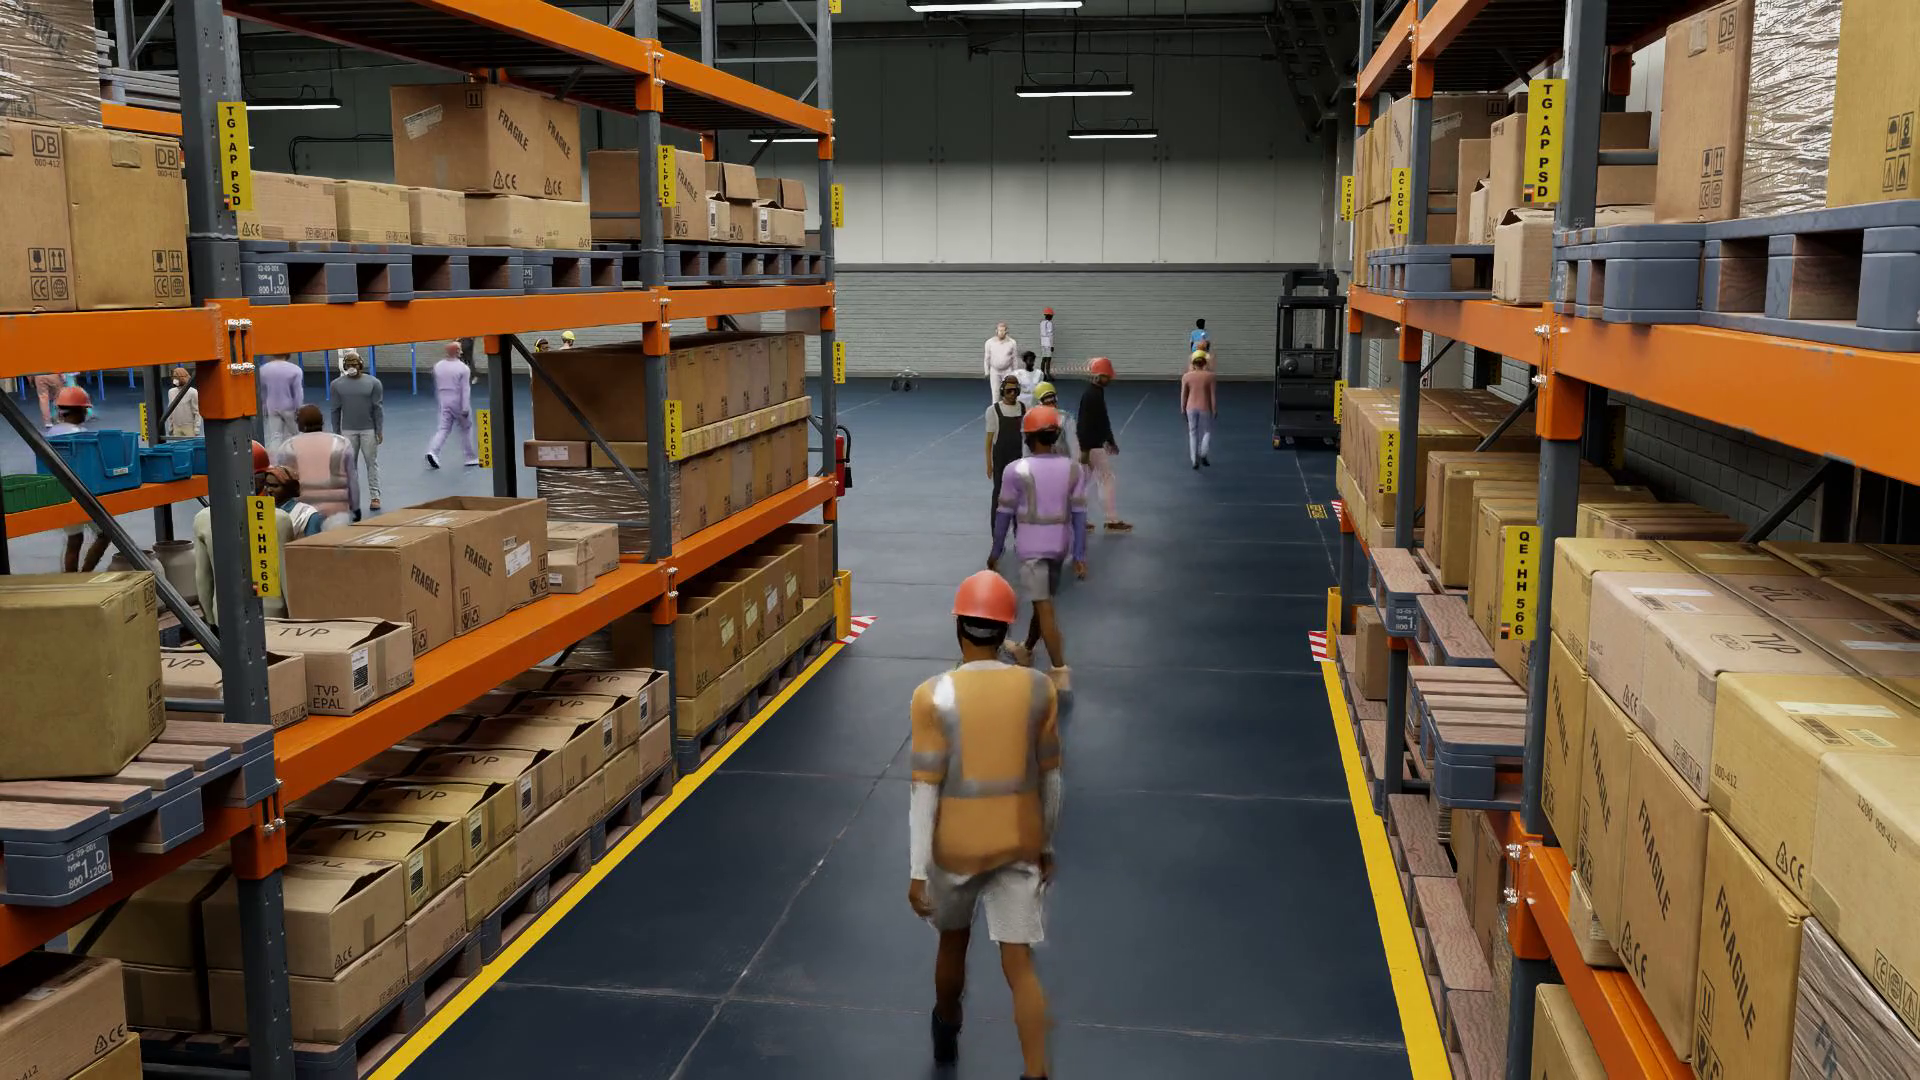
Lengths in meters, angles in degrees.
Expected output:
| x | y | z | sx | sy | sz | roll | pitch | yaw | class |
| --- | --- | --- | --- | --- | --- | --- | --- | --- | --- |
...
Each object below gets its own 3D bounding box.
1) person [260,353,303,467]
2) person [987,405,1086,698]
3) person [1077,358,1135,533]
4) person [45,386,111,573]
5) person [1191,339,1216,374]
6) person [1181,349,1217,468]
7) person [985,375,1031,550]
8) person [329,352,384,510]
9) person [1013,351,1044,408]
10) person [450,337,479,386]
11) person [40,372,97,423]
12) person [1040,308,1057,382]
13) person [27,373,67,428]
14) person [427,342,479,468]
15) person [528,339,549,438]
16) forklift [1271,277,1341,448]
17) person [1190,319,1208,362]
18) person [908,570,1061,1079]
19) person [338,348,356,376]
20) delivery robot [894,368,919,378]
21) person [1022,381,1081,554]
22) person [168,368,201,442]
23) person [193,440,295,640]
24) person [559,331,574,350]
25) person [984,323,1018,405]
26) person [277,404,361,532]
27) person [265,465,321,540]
| x | y | z | sx | sy | sz | roll | pitch | yaw | class |
| --- | --- | --- | --- | --- | --- | --- | --- | --- | --- |
| -9.511 | -1.823 | 23.454 | 0.643 | 1.907 | 0.829 | 0 | 9 | 0 | person |
| 0.529 | 0.052 | 11.671 | 0.625 | 1.976 | 1.096 | -5 | 10 | -27 | person |
| 1.610 | -1.051 | 18.570 | 0.884 | 1.952 | 0.632 | 0 | 9 | 2 | person |
| -7.656 | -0.370 | 14.450 | 0.560 | 1.920 | 0.415 | 5 | 10 | 27 | person |
| 4.618 | -3.022 | 31.736 | 0.518 | 1.626 | 0.526 | 8 | 12 | 40 | person |
| 3.539 | -1.939 | 24.619 | 0.554 | 1.752 | 0.385 | 3 | 10 | 17 | person |
| 0.513 | -0.815 | 17.478 | 0.504 | 1.841 | 0.333 | -3 | 10 | -18 | person |
| -7.387 | -1.338 | 20.410 | 0.623 | 1.934 | 0.361 | -2 | 9 | -13 | person |
| 1.062 | -2.186 | 26.450 | 0.542 | 1.668 | 0.828 | -3 | 10 | -15 | person |
| -12.630 | -4.919 | 42.288 | 0.688 | 2.000 | 0.949 | -9 | 13 | -44 | person |
| -17.246 | -3.158 | 32.110 | 1.002 | 1.788 | 0.589 | -3 | 10 | -16 | person |
| 2.334 | -5.181 | 44.084 | 0.361 | 1.939 | 0.543 | -4 | 10 | -26 | person |
| -17.021 | -3.045 | 31.039 | 0.680 | 1.889 | 0.658 | -3 | 10 | -17 | person |
| -7.586 | -2.015 | 24.789 | 0.649 | 1.878 | 0.903 | 3 | 10 | 20 | person |
| -6.468 | -2.195 | 25.880 | 0.325 | 1.871 | 0.521 | 5 | 10 | 27 | person |
| 5.847 | -3.016 | 27.970 | 1.129 | 2.768 | 1.873 | 1 | 9 | 9 | forklift |
| 6.128 | -4.810 | 42.532 | 0.535 | 1.699 | 0.322 | 8 | 12 | 41 | person |
| 0.087 | 1.063 | 5.781 | 0.590 | 1.877 | 1.020 | -2 | 9 | -14 | person |
| -11.899 | -3.339 | 32.409 | 0.374 | 2.043 | 0.608 | -7 | 12 | -38 | person |
| -1.307 | -4.121 | 40.848 | 0.335 | 0.223 | 0.698 | 8 | 12 | 42 | delivery robot |
| 0.965 | -0.726 | 17.060 | 0.674 | 1.794 | 0.500 | 5 | 11 | 31 | person |
| -10.373 | -1.487 | 22.240 | 0.502 | 1.633 | 0.280 | 3 | 10 | 16 | person |
| -3.927 | 0.436 | 9.268 | 0.610 | 1.996 | 0.379 | 1 | 9 | 9 | person |
| -7.541 | -3.143 | 32.055 | 0.524 | 1.768 | 0.312 | 8 | 12 | 41 | person |
| 0.803 | -3.304 | 32.630 | 0.669 | 1.902 | 0.482 | 0 | 9 | 0 | person |
| -5.454 | -0.265 | 14.190 | 0.628 | 1.800 | 0.821 | -2 | 9 | -9 | person |
| -4.481 | 0.316 | 11.105 | 0.523 | 1.639 | 0.309 | 2 | 9 | 12 | person |
